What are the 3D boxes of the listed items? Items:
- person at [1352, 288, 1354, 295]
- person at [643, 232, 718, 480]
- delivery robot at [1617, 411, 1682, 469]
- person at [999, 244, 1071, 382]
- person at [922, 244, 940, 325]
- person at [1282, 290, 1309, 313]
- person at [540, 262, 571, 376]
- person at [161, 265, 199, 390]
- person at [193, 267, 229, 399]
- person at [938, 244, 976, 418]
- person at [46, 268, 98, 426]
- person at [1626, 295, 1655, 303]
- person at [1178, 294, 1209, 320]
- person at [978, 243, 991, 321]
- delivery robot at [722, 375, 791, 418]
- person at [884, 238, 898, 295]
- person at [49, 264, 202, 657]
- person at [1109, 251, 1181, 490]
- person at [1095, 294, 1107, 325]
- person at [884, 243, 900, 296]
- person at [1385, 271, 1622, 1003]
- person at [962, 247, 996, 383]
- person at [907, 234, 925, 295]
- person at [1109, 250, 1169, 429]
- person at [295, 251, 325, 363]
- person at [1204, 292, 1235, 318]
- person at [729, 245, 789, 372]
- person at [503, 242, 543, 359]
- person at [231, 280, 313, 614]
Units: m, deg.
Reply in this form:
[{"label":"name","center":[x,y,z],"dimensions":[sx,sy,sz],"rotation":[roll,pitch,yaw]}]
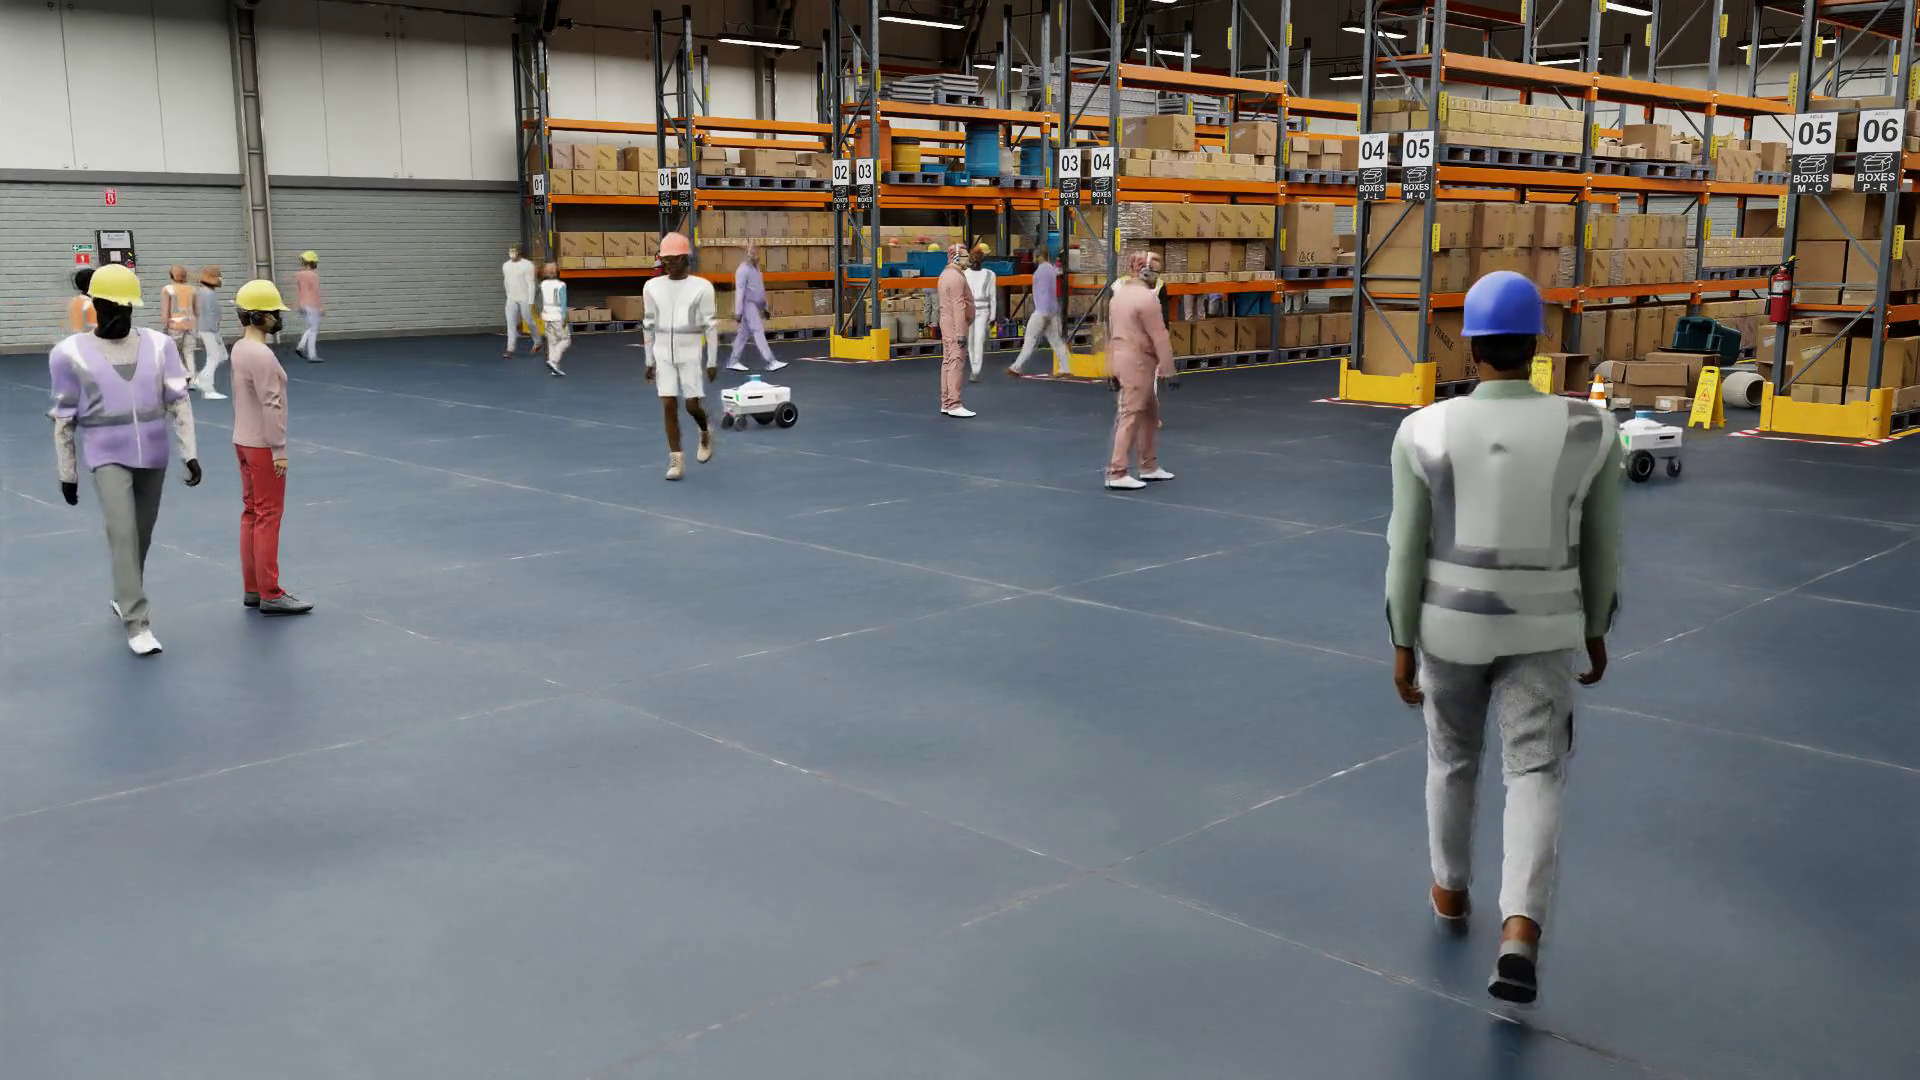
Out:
[{"label":"person","center":[8.435,-5.269,34.484],"dimensions":[0.631,1.928,0.774],"rotation":[10,14,43]},{"label":"person","center":[-2.314,-1.537,13.857],"dimensions":[0.613,2.026,0.657],"rotation":[2,11,9]},{"label":"delivery robot","center":[5.693,-0.839,13.916],"dimensions":[0.707,0.478,0.477],"rotation":[-5,12,-28]},{"label":"person","center":[1.086,-3.128,22.938],"dimensions":[1.042,1.873,0.639],"rotation":[3,11,15]},{"label":"person","center":[-0.508,-4.859,32.488],"dimensions":[0.403,1.835,0.586],"rotation":[-9,14,-40]},{"label":"person","center":[6.101,-4.500,30.274],"dimensions":[0.587,1.927,0.368],"rotation":[10,14,43]},{"label":"person","center":[-5.775,-3.134,23.654],"dimensions":[0.518,1.623,0.396],"rotation":[6,12,30]},{"label":"person","center":[-10.097,-2.746,21.538],"dimensions":[0.382,1.620,0.536],"rotation":[6,12,31]},{"label":"person","center":[-9.204,-2.543,20.458],"dimensions":[0.366,1.623,0.495],"rotation":[-4,11,-19]},{"label":"person","center":[-0.024,-2.331,18.502],"dimensions":[0.407,1.906,0.655],"rotation":[-3,11,-14]},{"label":"person","center":[-8.919,-1.934,16.966],"dimensions":[0.531,1.673,0.761],"rotation":[8,13,38]},{"label":"person","center":[13.721,-5.055,33.441],"dimensions":[0.616,1.872,0.954],"rotation":[4,11,23]},{"label":"person","center":[4.149,-4.379,29.428],"dimensions":[0.612,1.997,0.376],"rotation":[-3,11,-16]},{"label":"person","center":[0.479,-5.113,33.878],"dimensions":[0.404,1.830,0.603],"rotation":[-7,12,-33]},{"label":"delivery robot","center":[-2.140,-1.490,17.469],"dimensions":[0.707,0.478,0.477],"rotation":[-8,13,-39]},{"label":"person","center":[-1.560,-5.986,38.347],"dimensions":[0.372,1.939,0.544],"rotation":[-10,15,-44]},{"label":"person","center":[-4.118,-0.419,8.213],"dimensions":[1.014,1.874,0.585],"rotation":[9,14,42]},{"label":"person","center":[1.520,-1.340,13.220],"dimensions":[0.785,1.869,0.635],"rotation":[-3,11,-15]},{"label":"person","center":[2.986,-5.213,34.339],"dimensions":[0.511,1.865,0.329],"rotation":[6,12,30]},{"label":"person","center":[-1.496,-5.551,36.256],"dimensions":[0.404,1.837,0.588],"rotation":[-7,12,-32]},{"label":"person","center":[1.451,0.240,4.481],"dimensions":[0.608,1.914,0.906],"rotation":[3,11,18]},{"label":"person","center":[0.212,-3.136,23.089],"dimensions":[0.585,1.844,0.967],"rotation":[2,11,13]},{"label":"person","center":[-0.961,-5.892,37.601],"dimensions":[0.626,2.017,0.753],"rotation":[6,12,30]},{"label":"person","center":[1.867,-2.078,17.306],"dimensions":[0.627,1.844,0.429],"rotation":[3,11,18]},{"label":"person","center":[-10.257,-3.687,26.315],"dimensions":[0.524,1.758,0.367],"rotation":[8,13,38]},{"label":"person","center":[4.548,-4.289,29.151],"dimensions":[0.547,1.928,0.390],"rotation":[-1,10,-5]},{"label":"person","center":[-3.008,-3.397,24.454],"dimensions":[0.984,1.849,0.671],"rotation":[2,11,12]},{"label":"person","center":[-7.275,-3.991,27.626],"dimensions":[0.637,1.897,1.007],"rotation":[4,11,18]},{"label":"person","center":[-3.701,-0.498,8.891],"dimensions":[0.323,1.767,0.533],"rotation":[-8,13,-38]}]
